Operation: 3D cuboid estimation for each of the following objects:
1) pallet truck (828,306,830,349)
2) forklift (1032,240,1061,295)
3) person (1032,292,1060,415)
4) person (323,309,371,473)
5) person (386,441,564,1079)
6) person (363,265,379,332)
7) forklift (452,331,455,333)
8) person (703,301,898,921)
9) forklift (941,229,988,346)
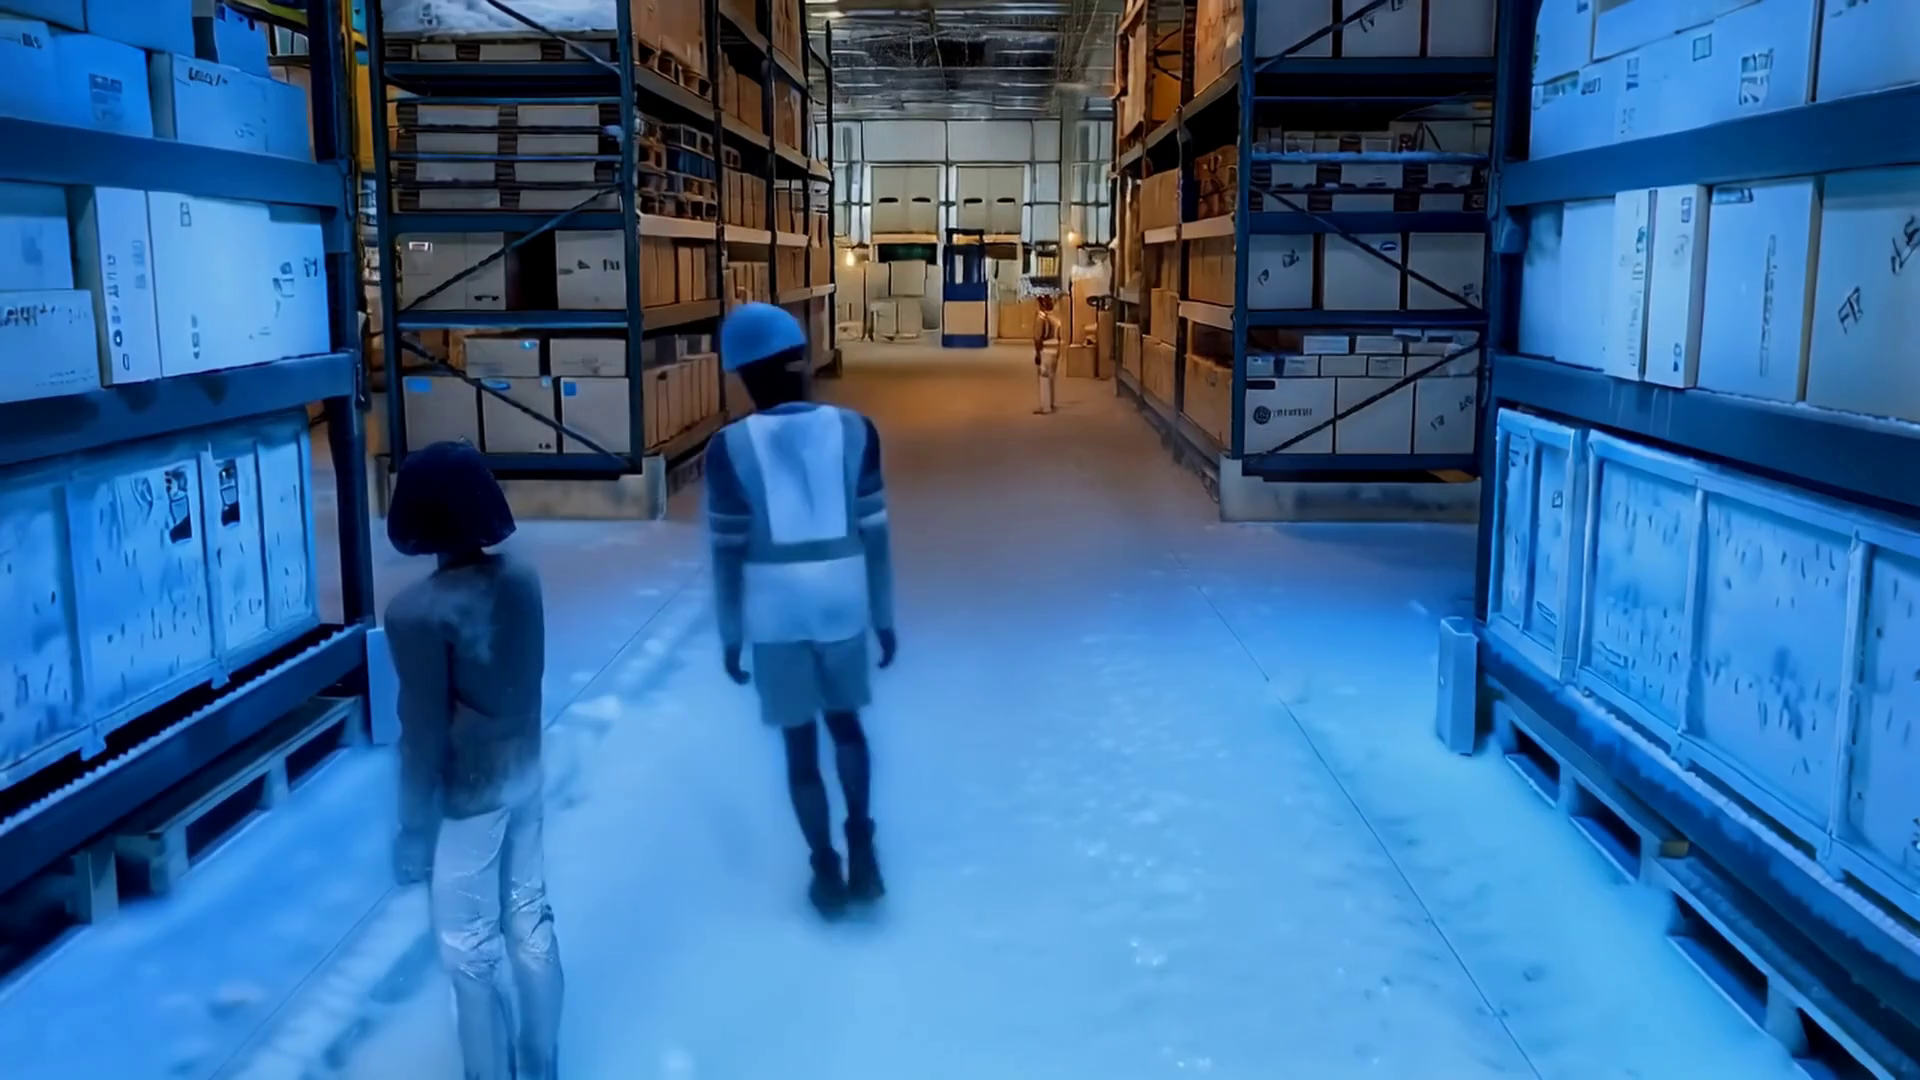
[{"bbox_3d":[-3.100,-3.940,29.800,1.885,1.965,0.823,3,10,19],"label":"pallet truck"},{"bbox_3d":[3.172,-9.648,61.356,1.129,2.768,1.873,0,9,1],"label":"forklift"},{"bbox_3d":[1.151,-2.472,22.114,0.318,1.630,0.512,5,11,29],"label":"person"},{"bbox_3d":[-6.006,-1.604,16.143,0.601,1.891,0.754,-2,10,-14],"label":"person"},{"bbox_3d":[-1.095,0.594,3.728,0.286,1.633,0.501,3,10,19],"label":"person"},{"bbox_3d":[-14.614,-5.775,40.964,0.620,1.942,0.719,1,10,7],"label":"person"},{"bbox_3d":[-13.063,-6.320,41.417,1.129,2.768,1.873,0,9,1],"label":"forklift"},{"bbox_3d":[-0.481,0.233,5.064,0.588,1.907,0.413,-3,10,-16],"label":"person"},{"bbox_3d":[0.124,-6.118,40.208,1.129,2.768,1.873,0,9,1],"label":"forklift"}]
